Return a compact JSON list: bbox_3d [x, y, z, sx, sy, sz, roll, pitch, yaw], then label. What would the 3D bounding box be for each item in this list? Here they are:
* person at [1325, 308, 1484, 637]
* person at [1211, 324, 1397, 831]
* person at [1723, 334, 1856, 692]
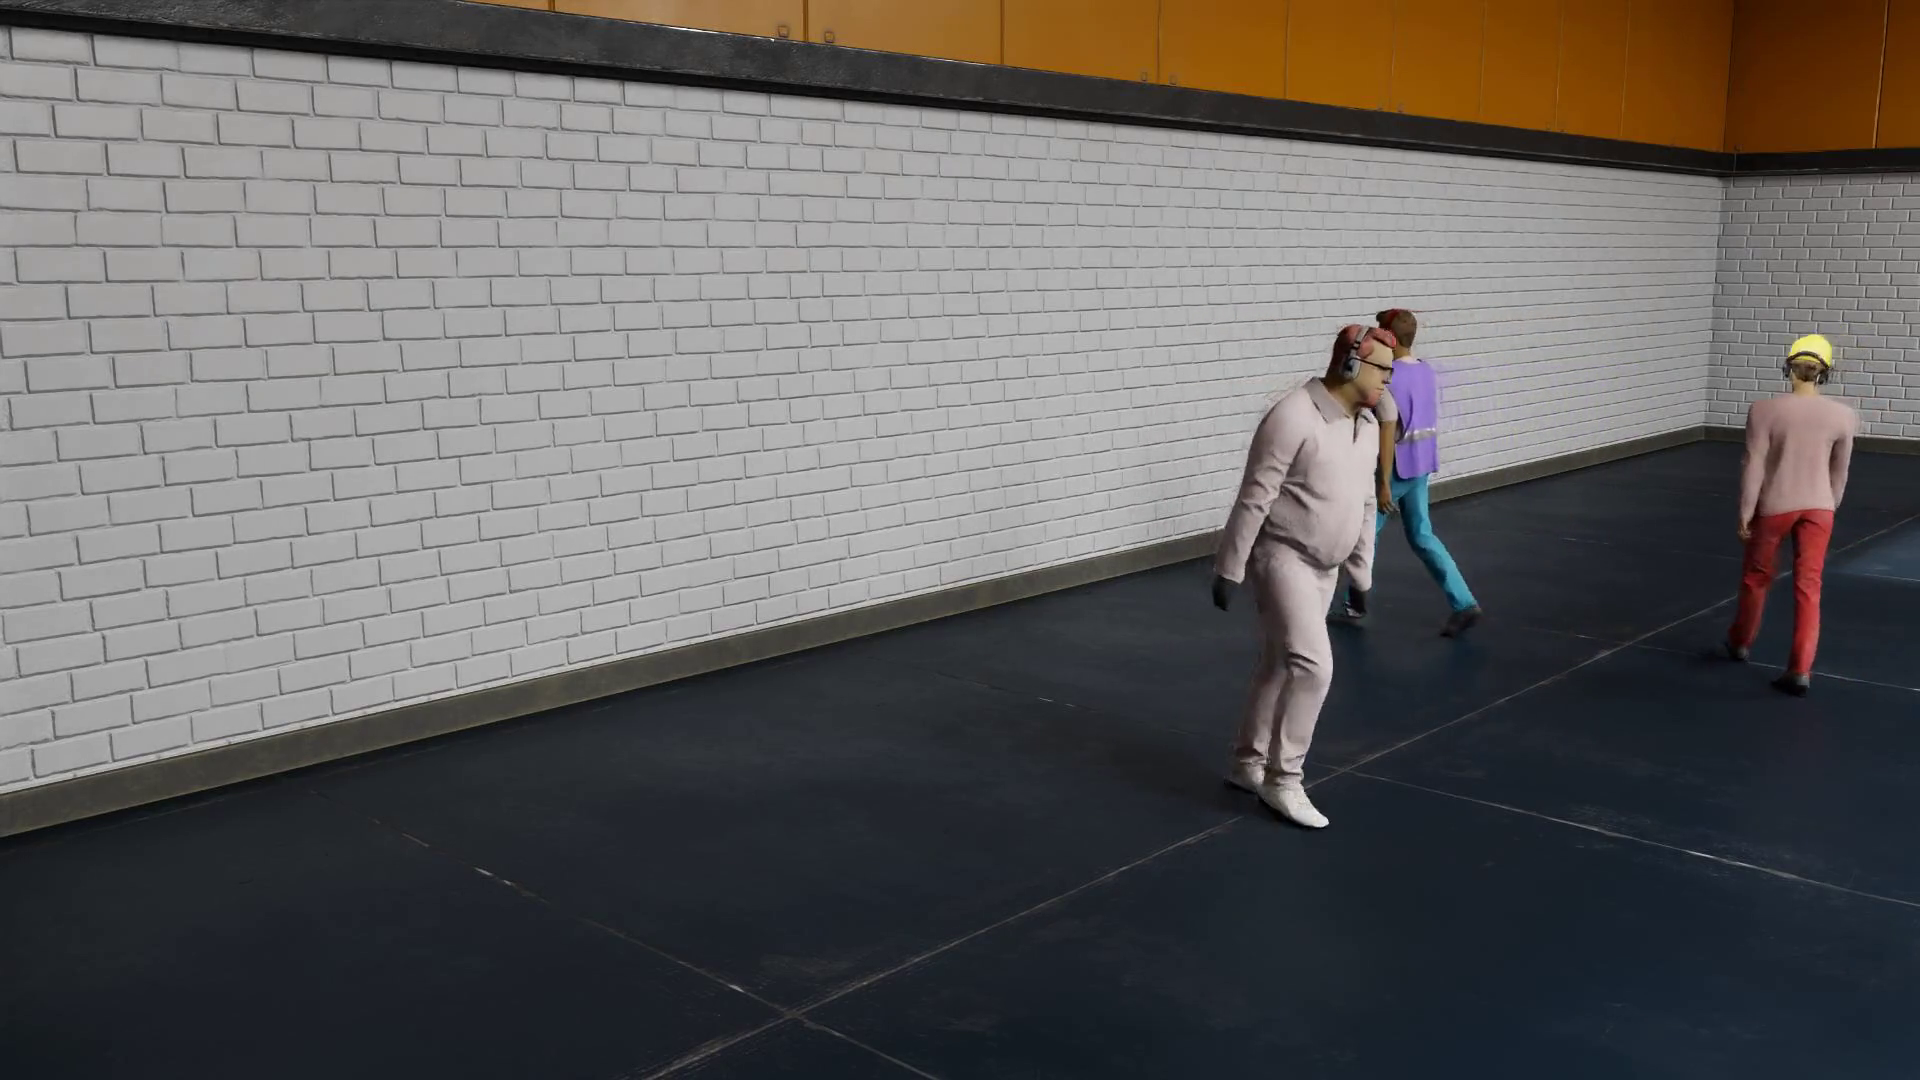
[{"bbox_3d":[2.461,-0.365,9.141,0.925,1.809,0.580,9,14,43],"label":"person"},{"bbox_3d":[1.293,0.123,6.234,0.690,1.849,0.673,9,13,41],"label":"person"},{"bbox_3d":[4.079,-0.149,8.175,0.539,1.701,0.934,1,10,7],"label":"person"}]
